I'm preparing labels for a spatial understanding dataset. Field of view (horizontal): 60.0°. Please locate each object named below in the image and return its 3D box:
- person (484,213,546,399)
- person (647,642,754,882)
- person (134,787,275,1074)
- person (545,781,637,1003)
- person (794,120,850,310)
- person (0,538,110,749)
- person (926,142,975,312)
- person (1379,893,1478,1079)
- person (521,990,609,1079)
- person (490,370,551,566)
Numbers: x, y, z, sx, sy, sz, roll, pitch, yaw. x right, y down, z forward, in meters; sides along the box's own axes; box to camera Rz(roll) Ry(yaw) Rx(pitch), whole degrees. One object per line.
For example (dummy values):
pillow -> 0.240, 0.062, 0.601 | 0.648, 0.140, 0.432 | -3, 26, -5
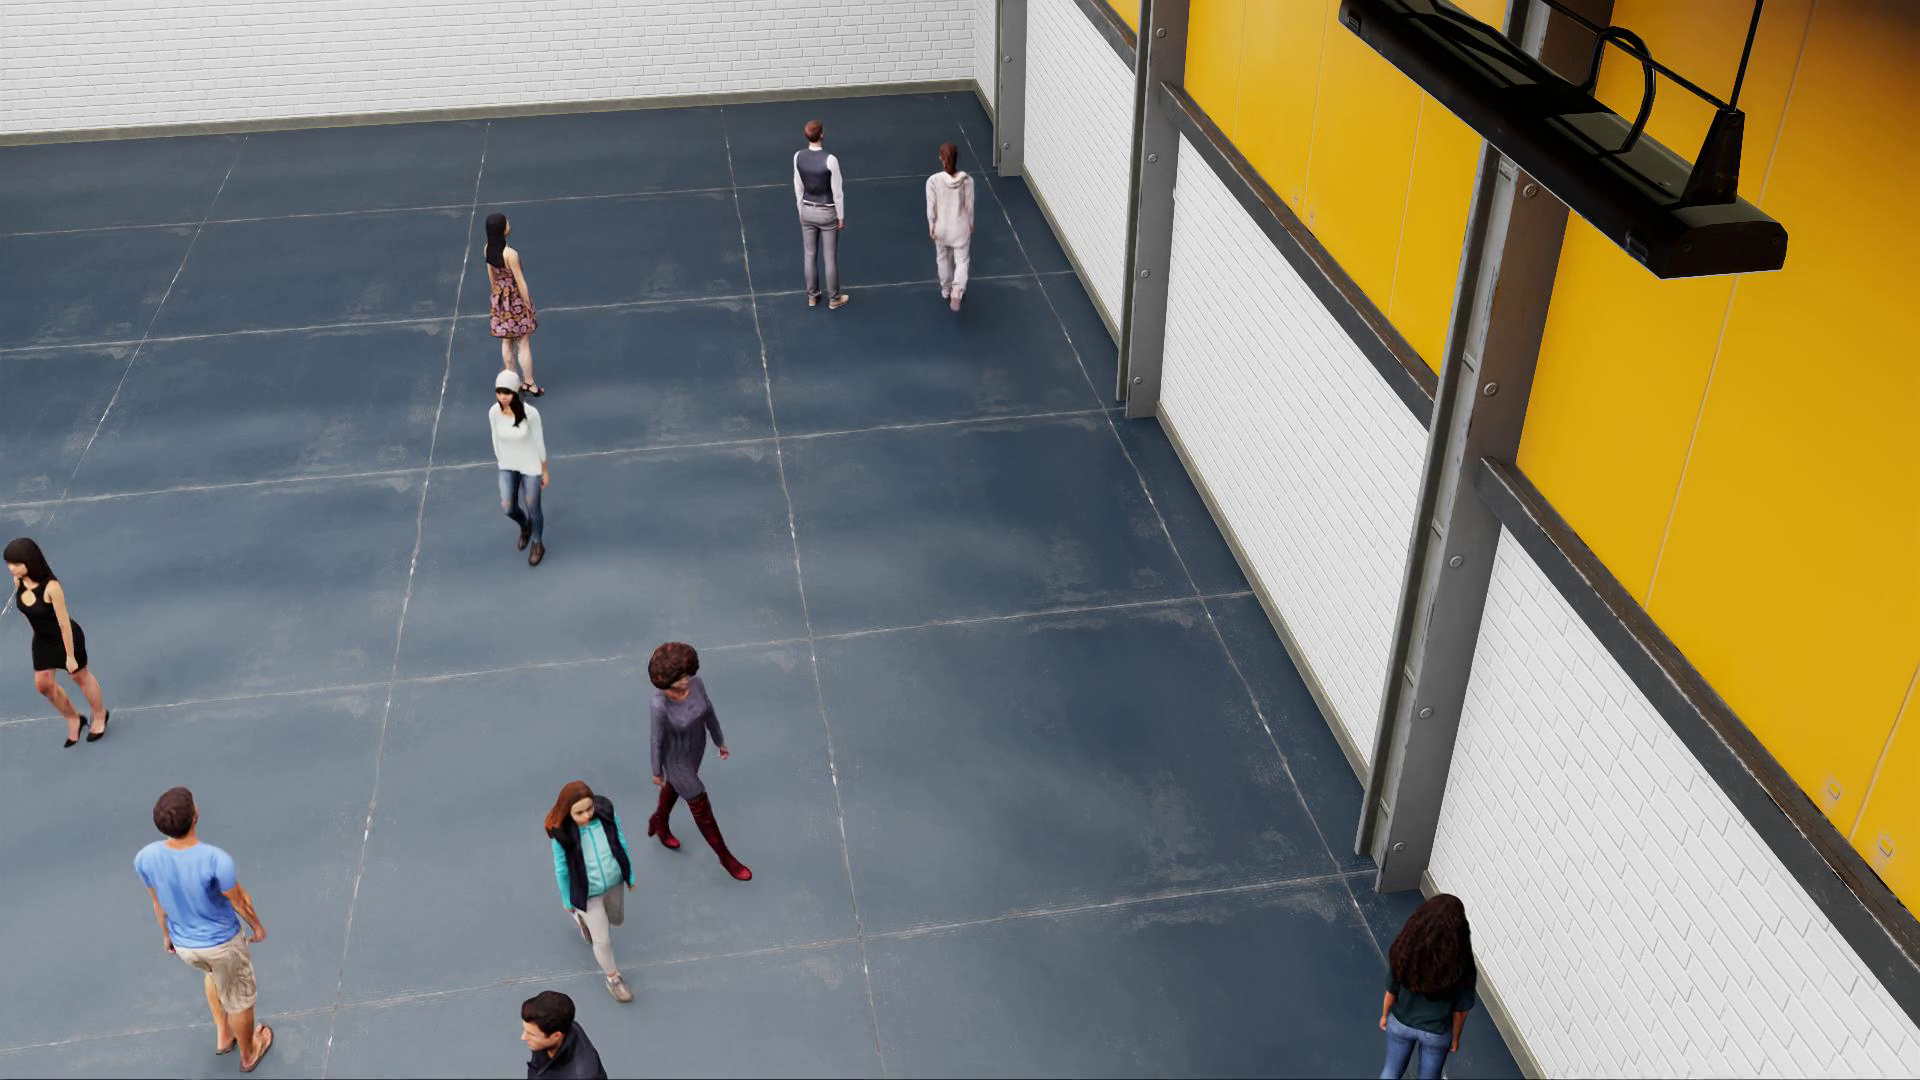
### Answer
person -> -4.043, -2.113, 15.007 | 0.805, 1.774, 0.863 | 20, 39, 28
person -> -1.722, 1.286, 9.987 | 1.082, 1.670, 1.058 | 18, 38, 25
person -> -3.917, 2.102, 8.593 | 0.729, 1.855, 0.735 | 3, 34, 4
person -> -2.051, 1.880, 9.263 | 0.838, 1.482, 0.954 | -27, 42, -34
person -> -1.399, -3.251, 16.571 | 0.746, 1.937, 0.748 | 12, 35, 17
person -> -5.892, 0.636, 10.995 | 0.705, 1.637, 0.736 | 11, 35, 16
person -> -0.078, -3.097, 16.580 | 0.771, 1.672, 1.037 | 1, 34, 2
person -> 2.313, 2.413, 8.343 | 0.712, 1.614, 0.755 | 15, 36, 21
person -> -1.727, 2.728, 7.585 | 0.938, 1.928, 0.779 | -21, 39, -28
person -> -3.361, -0.596, 12.847 | 0.640, 1.639, 0.679 | 2, 34, 3
